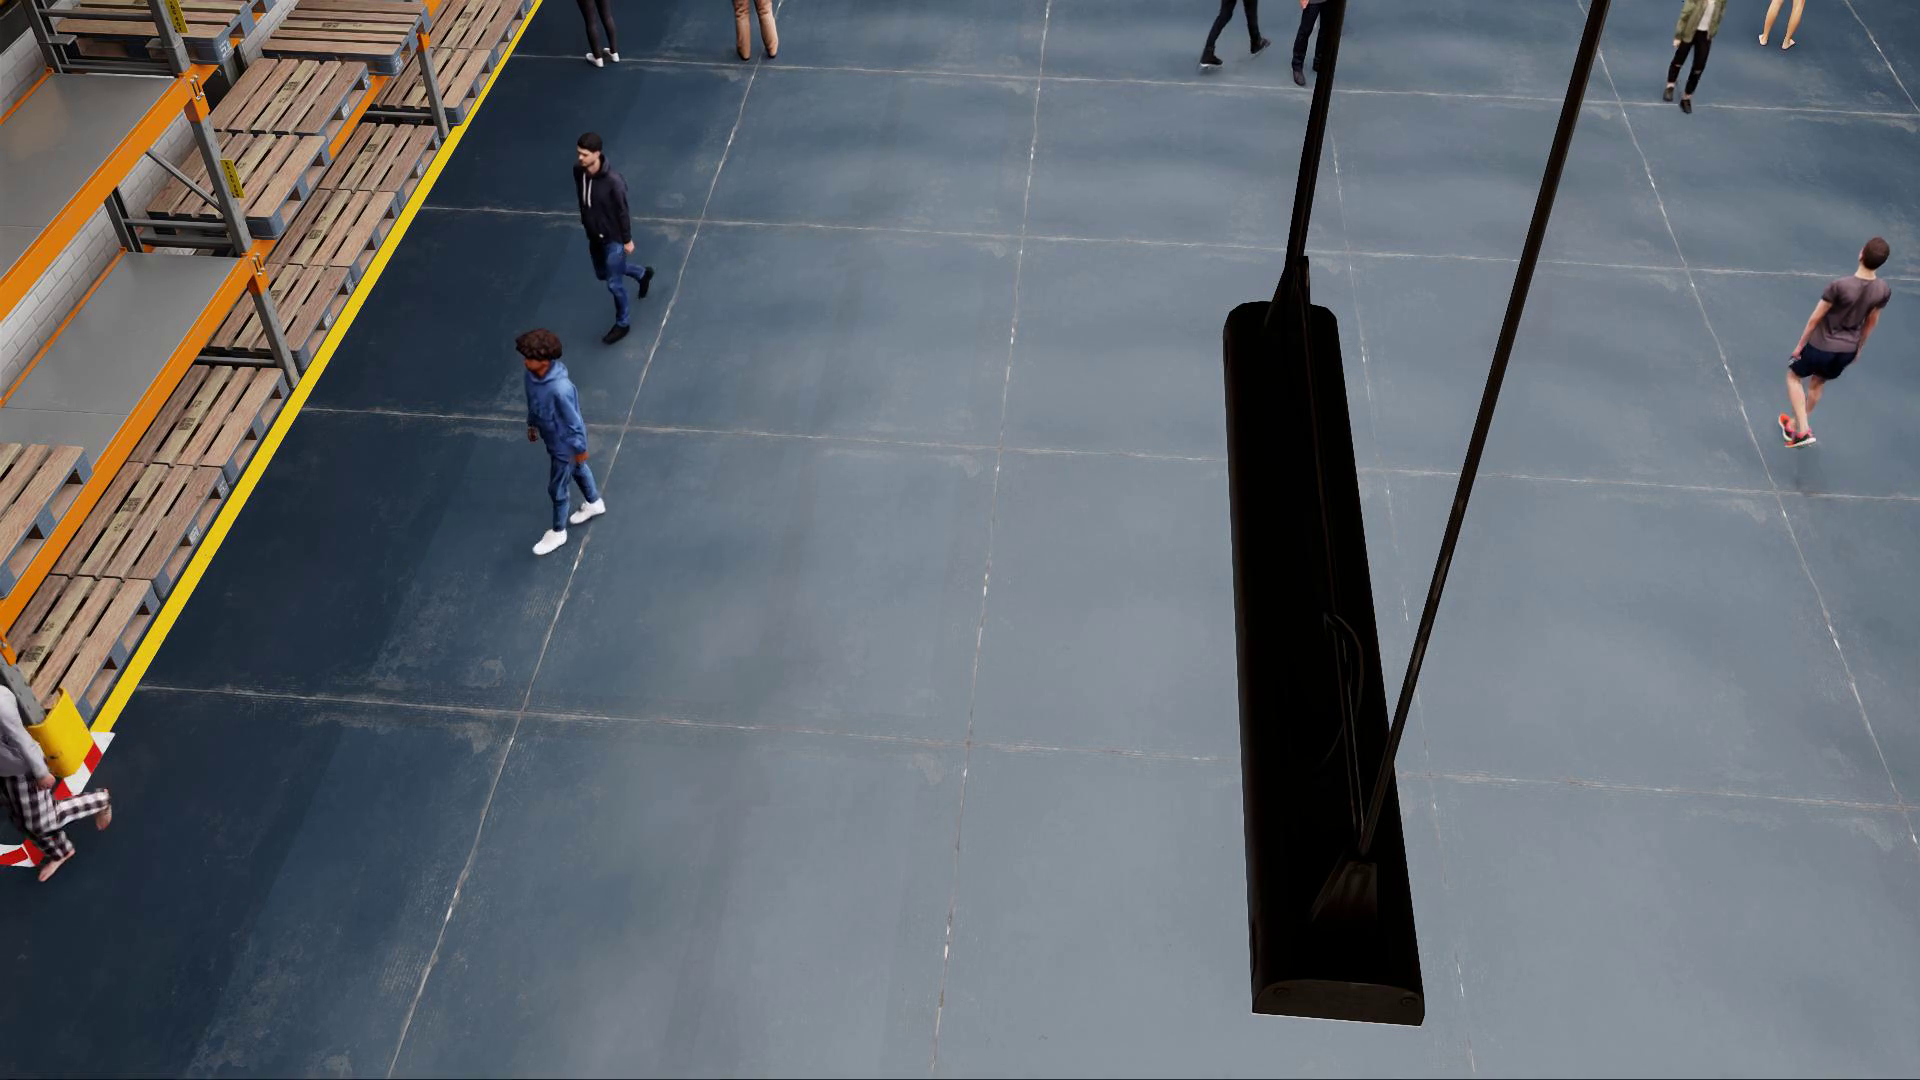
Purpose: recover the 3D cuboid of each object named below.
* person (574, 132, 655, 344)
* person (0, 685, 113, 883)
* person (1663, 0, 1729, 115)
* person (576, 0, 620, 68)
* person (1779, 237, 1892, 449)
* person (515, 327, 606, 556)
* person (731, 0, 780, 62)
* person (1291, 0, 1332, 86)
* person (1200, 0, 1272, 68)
[{"bbox_3d":[-2.820,-2.546,13.651,0.976,1.875,1.130,25,49,24],"label":"person"},{"bbox_3d":[-5.464,1.237,9.711,0.788,1.832,0.917,18,46,18],"label":"person"},{"bbox_3d":[7.316,-5.057,16.590,0.618,1.456,0.765,8,44,8],"label":"person"},{"bbox_3d":[-3.782,-5.699,17.099,0.671,1.684,0.740,-32,52,-29],"label":"person"},{"bbox_3d":[6.550,-1.406,12.482,0.676,1.837,0.846,2,44,2],"label":"person"},{"bbox_3d":[-2.773,-0.782,11.863,1.042,1.788,0.991,-28,50,-26],"label":"person"},{"bbox_3d":[-2.188,-5.869,17.163,0.743,1.841,0.687,-7,44,-8],"label":"person"},{"bbox_3d":[3.679,-5.561,16.844,0.800,1.837,0.787,-16,46,-17],"label":"person"},{"bbox_3d":[2.787,-5.662,17.014,1.186,1.749,1.198,-22,48,-22],"label":"person"}]
